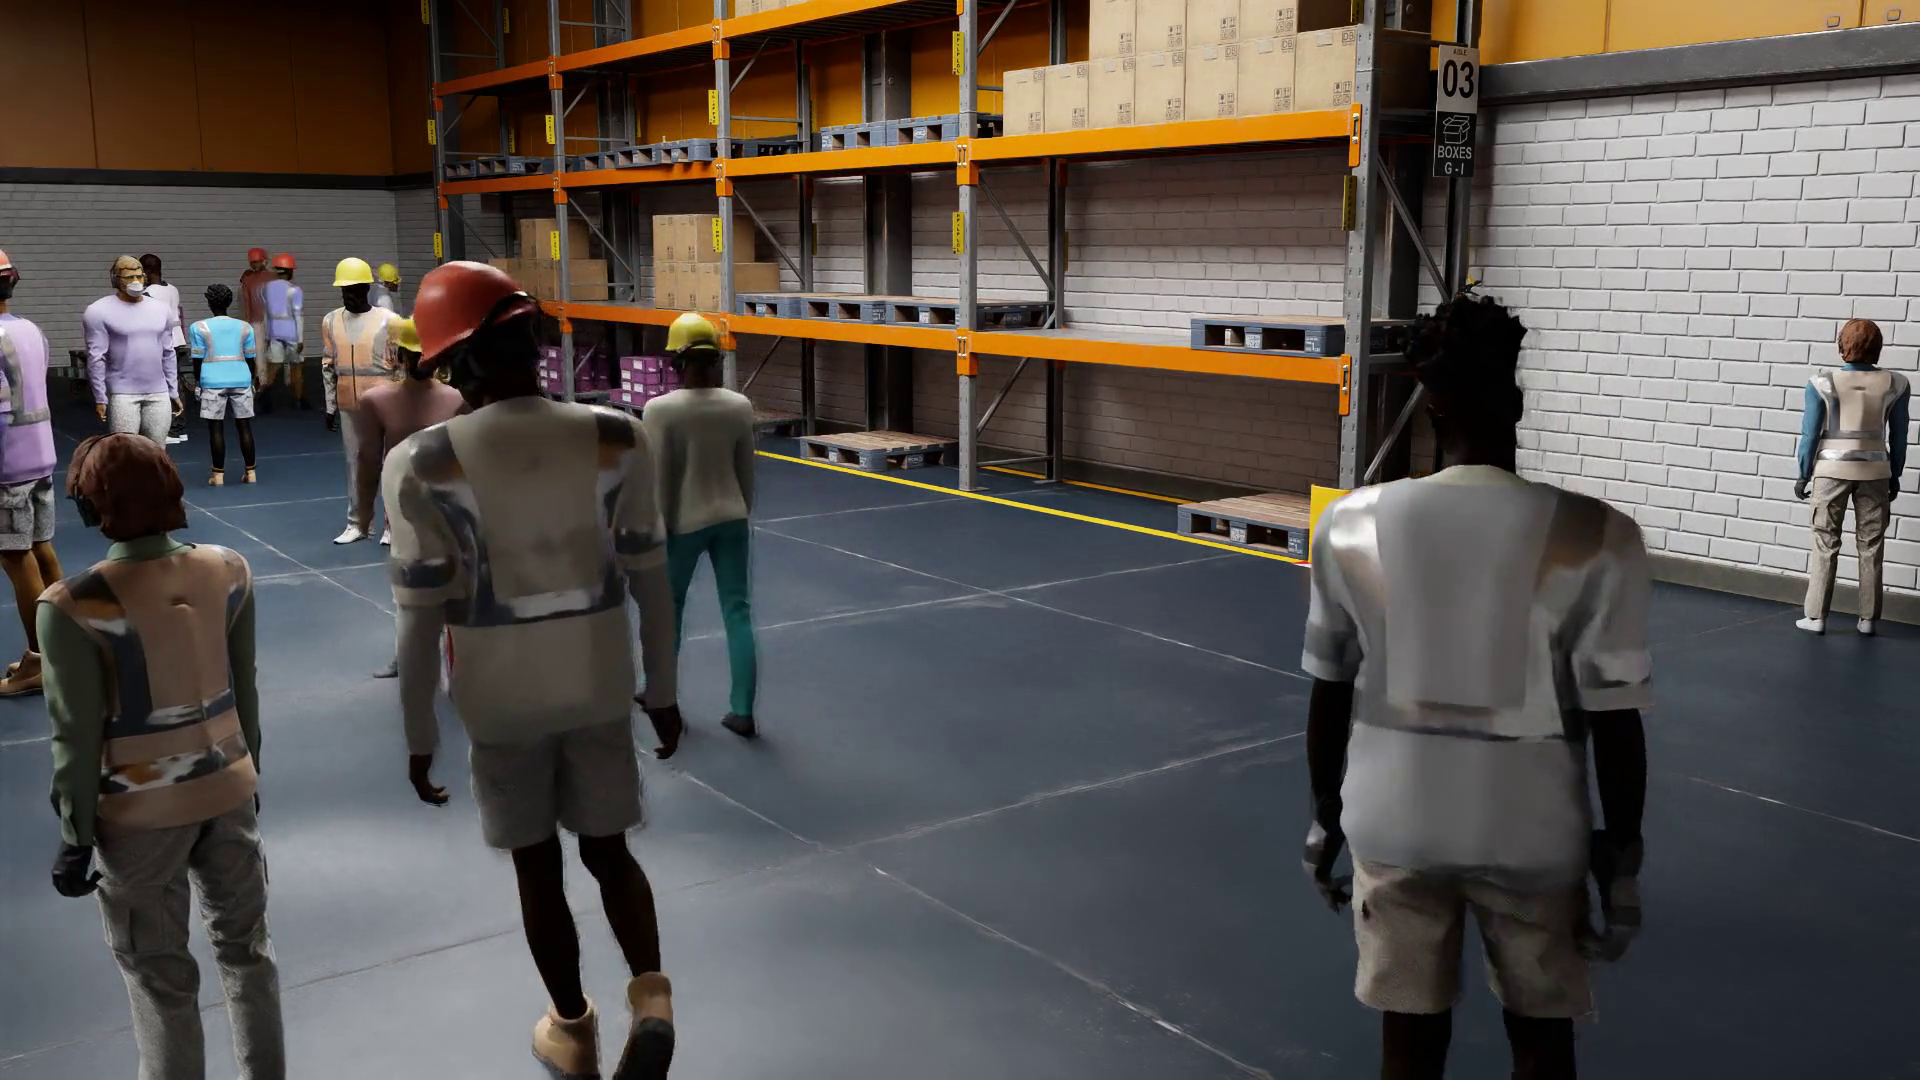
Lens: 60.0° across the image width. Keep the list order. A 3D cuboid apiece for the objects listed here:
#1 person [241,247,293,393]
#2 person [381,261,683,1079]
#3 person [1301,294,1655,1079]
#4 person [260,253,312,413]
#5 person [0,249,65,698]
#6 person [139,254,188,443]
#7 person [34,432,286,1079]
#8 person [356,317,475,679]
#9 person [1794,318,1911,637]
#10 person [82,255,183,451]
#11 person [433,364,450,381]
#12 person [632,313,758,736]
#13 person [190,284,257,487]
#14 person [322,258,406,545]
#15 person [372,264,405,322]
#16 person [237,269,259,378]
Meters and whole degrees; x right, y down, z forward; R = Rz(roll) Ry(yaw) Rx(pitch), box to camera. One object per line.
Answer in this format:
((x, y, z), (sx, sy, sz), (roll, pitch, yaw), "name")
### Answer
((-9.443, -3.002, 22.695), (0.622, 1.971, 0.682), (0, 10, -1), "person")
((-0.921, 0.378, 3.748), (0.654, 1.989, 0.740), (-5, 11, -27), "person")
((0.916, 0.527, 3.051), (0.626, 1.933, 0.528), (5, 11, 25), "person")
((-8.062, -2.448, 19.778), (0.556, 1.915, 0.783), (1, 10, 7), "person")
((-4.269, -0.311, 7.435), (0.394, 2.040, 0.610), (-1, 10, -7), "person")
((-8.072, -1.928, 16.850), (0.391, 1.913, 0.588), (0, 10, -3), "person")
((-1.690, 0.584, 3.546), (0.315, 1.638, 0.515), (5, 11, 24), "person")
((-2.432, -0.157, 7.490), (0.592, 1.721, 0.638), (-1, 10, -7), "person")
((4.582, -0.314, 8.566), (0.514, 1.642, 0.310), (2, 10, 12), "person")
((-5.771, -1.015, 11.662), (0.355, 1.938, 0.634), (7, 12, 35), "person")
((-3.040, -0.679, 10.500), (0.566, 1.682, 0.538), (9, 13, 41), "person")
((-1.116, -0.077, 6.988), (0.550, 1.726, 0.848), (-7, 12, -35), "person")
((-6.136, -1.292, 13.911), (0.530, 1.688, 0.324), (-9, 14, -41), "person")
((-3.987, -0.917, 11.144), (0.592, 1.925, 0.385), (2, 10, 9), "person")
((-6.885, -2.426, 20.033), (0.407, 1.789, 0.736), (-4, 11, -23), "person")
((-10.636, -3.243, 24.997), (0.508, 1.631, 0.265), (6, 12, 30), "person")
